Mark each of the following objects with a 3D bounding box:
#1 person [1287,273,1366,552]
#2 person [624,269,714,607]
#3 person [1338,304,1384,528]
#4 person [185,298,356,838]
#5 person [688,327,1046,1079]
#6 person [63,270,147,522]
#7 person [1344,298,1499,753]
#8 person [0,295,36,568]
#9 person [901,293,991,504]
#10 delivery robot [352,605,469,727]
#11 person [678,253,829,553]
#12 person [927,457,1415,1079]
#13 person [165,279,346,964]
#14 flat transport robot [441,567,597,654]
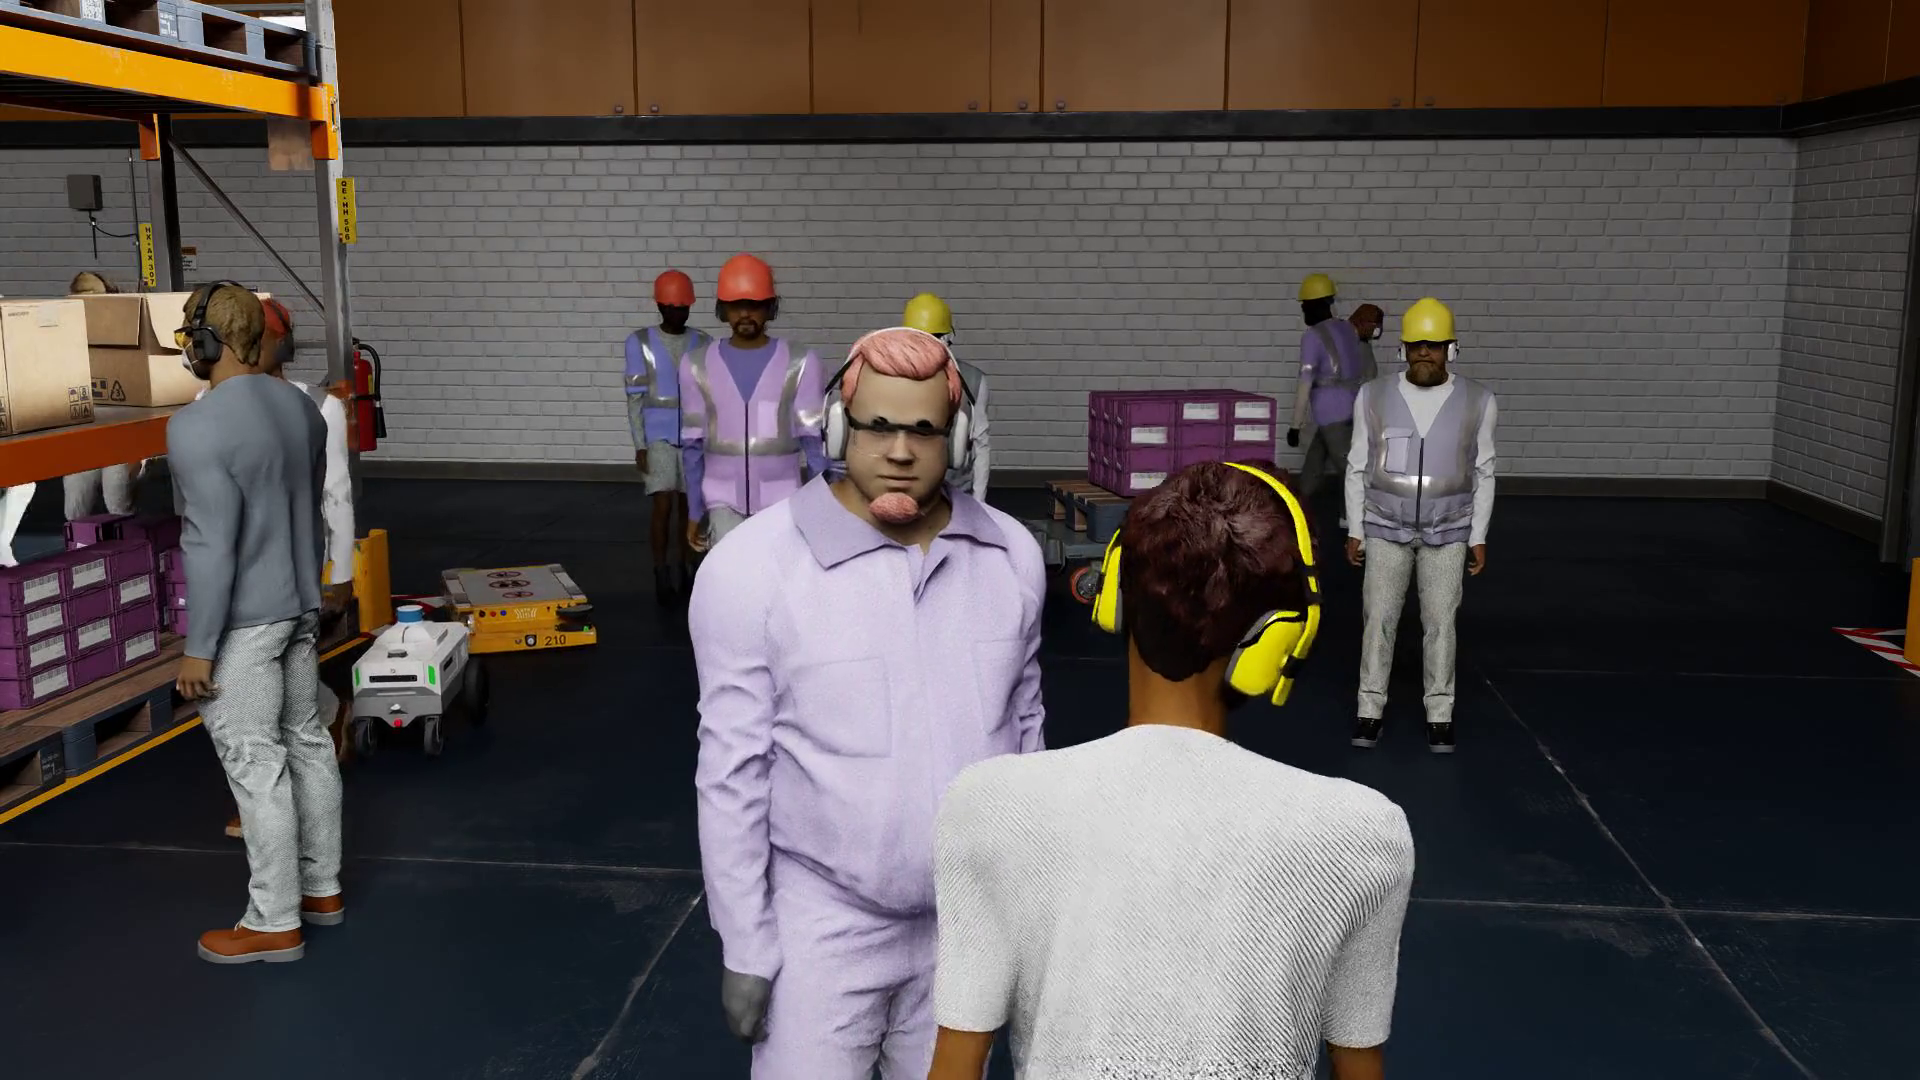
[{"bbox_3d":[2.458,-0.859,11.260,1.085,1.855,0.607,8,13,38],"label":"person"},{"bbox_3d":[-1.628,-0.582,9.502,0.558,1.918,0.449,-6,11,-29],"label":"person"},{"bbox_3d":[2.915,-0.899,12.121,0.279,1.633,0.497,3,10,18],"label":"person"},{"bbox_3d":[-2.441,0.058,6.003,0.578,1.861,0.871,2,10,11],"label":"person"},{"bbox_3d":[-0.106,0.610,2.717,0.639,1.904,0.402,-6,11,-29],"label":"person"},{"bbox_3d":[-4.701,-0.522,9.176,0.630,1.915,0.429,4,11,20],"label":"person"},{"bbox_3d":[1.845,-0.053,6.712,0.587,1.833,0.404,3,10,15],"label":"person"},{"bbox_3d":[-5.939,-0.693,10.157,0.608,1.906,0.513,8,13,39],"label":"person"},{"bbox_3d":[-0.150,-0.214,7.644,0.591,1.829,0.404,-1,10,-3],"label":"person"},{"bbox_3d":[-2.256,0.513,6.858,0.477,0.478,0.707,-1,10,-6],"label":"delivery robot"},{"bbox_3d":[-0.852,-0.190,6.996,0.616,2.018,0.867,0,10,-1],"label":"person"},{"bbox_3d":[0.187,0.816,1.803,0.545,1.810,0.981,2,10,10],"label":"person"},{"bbox_3d":[-2.014,0.236,4.751,0.355,1.938,0.636,1,10,8],"label":"person"},{"bbox_3d":[-2.392,0.343,8.910,0.652,0.197,1.431,-4,11,-21],"label":"flat transport robot"}]
